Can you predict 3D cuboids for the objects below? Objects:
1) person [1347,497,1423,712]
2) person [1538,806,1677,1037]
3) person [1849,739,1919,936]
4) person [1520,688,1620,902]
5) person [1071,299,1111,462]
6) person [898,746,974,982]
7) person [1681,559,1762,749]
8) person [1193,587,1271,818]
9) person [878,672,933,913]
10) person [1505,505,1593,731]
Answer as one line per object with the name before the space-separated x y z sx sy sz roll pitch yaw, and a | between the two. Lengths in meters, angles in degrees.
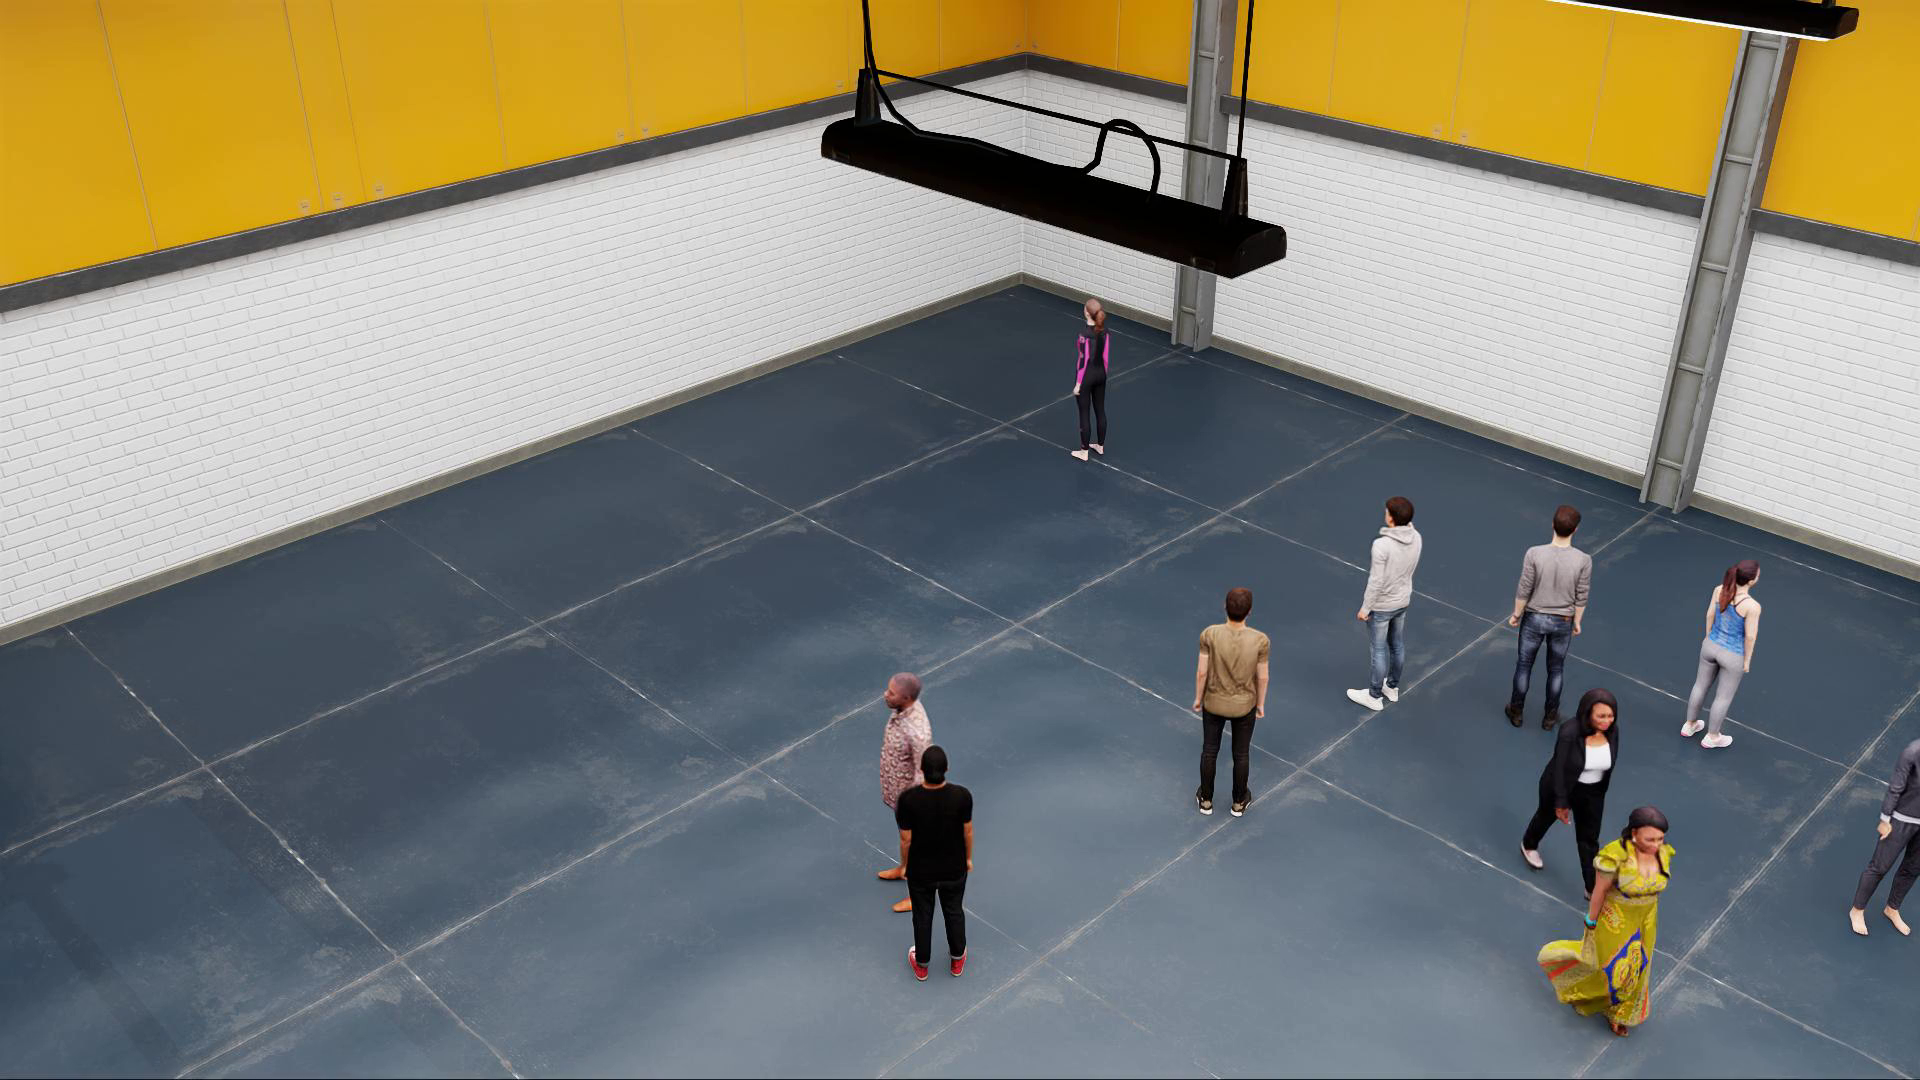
person | 3.406 0.494 13.192 0.695 1.853 0.608 -20 34 -32
person | 3.999 2.262 10.167 0.935 1.647 1.048 -10 30 -18
person | 6.234 1.816 10.858 0.679 1.768 0.733 -1 29 -1
person | 4.126 1.658 11.358 0.983 1.567 1.179 -7 29 -13
person | 1.364 -1.674 17.274 0.593 1.752 0.604 -19 34 -30
person | -0.148 2.031 10.473 0.730 1.758 0.767 -4 29 -7
person | 5.878 0.857 12.783 0.682 1.609 0.548 -15 32 -25
person | 1.937 1.163 11.969 0.703 1.851 0.814 5 29 10
person | -0.330 1.651 11.118 0.845 1.808 0.710 -8 30 -14
person | 4.566 0.617 12.912 0.699 1.905 0.839 9 30 15
